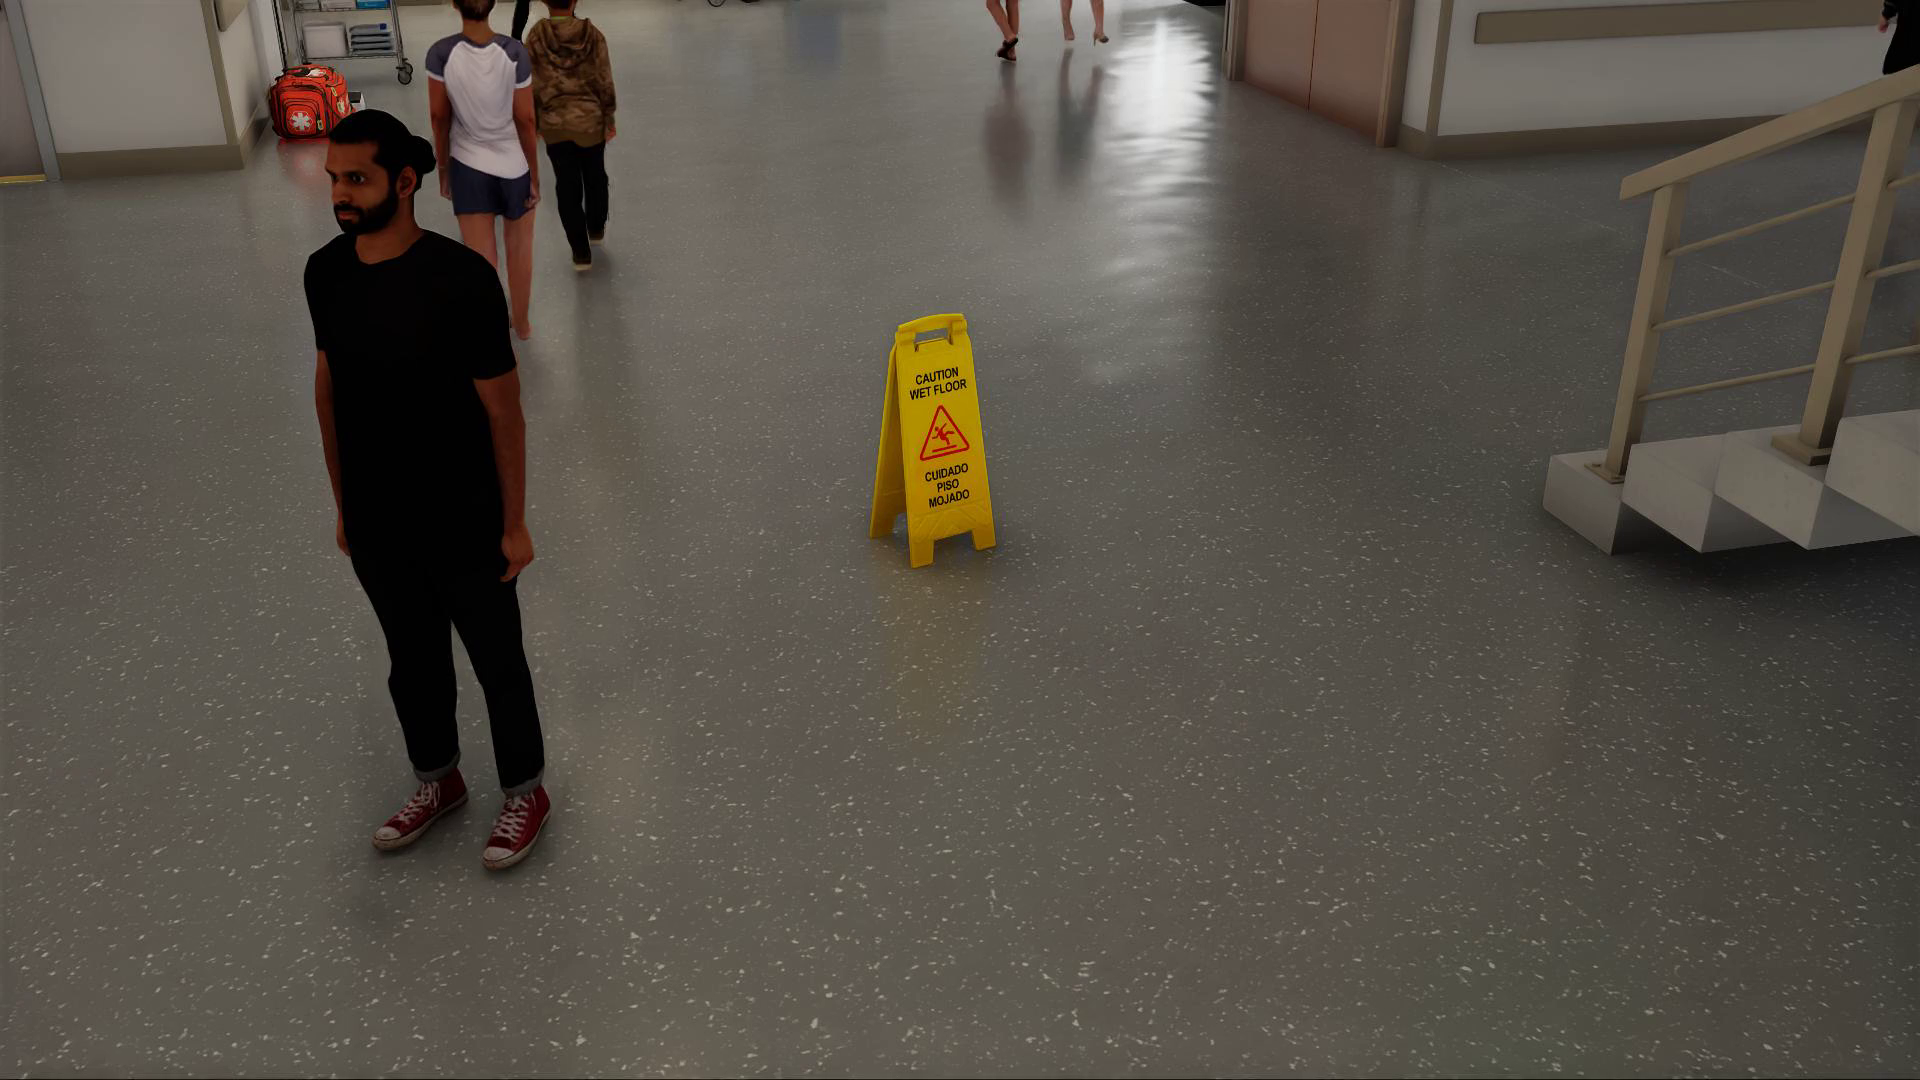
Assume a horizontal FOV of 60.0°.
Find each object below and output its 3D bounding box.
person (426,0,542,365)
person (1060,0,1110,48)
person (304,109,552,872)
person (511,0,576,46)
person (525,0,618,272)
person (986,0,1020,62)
[{"bbox_3d":[-1.911,-1.472,6.809,0.596,1.591,0.998,-9,27,-17],"label":"person"},{"bbox_3d":[0.996,-5.037,14.146,0.654,1.641,1.056,-9,27,-19],"label":"person"},{"bbox_3d":[-1.182,-0.077,3.725,0.711,1.757,0.709,7,27,13],"label":"person"},{"bbox_3d":[-3.245,-4.572,13.157,1.111,1.662,1.038,15,29,28],"label":"person"},{"bbox_3d":[-1.892,-2.027,8.145,0.602,1.430,0.888,-7,27,-15],"label":"person"},{"bbox_3d":[0.418,-4.676,13.513,0.633,1.539,0.763,-13,28,-24],"label":"person"}]
